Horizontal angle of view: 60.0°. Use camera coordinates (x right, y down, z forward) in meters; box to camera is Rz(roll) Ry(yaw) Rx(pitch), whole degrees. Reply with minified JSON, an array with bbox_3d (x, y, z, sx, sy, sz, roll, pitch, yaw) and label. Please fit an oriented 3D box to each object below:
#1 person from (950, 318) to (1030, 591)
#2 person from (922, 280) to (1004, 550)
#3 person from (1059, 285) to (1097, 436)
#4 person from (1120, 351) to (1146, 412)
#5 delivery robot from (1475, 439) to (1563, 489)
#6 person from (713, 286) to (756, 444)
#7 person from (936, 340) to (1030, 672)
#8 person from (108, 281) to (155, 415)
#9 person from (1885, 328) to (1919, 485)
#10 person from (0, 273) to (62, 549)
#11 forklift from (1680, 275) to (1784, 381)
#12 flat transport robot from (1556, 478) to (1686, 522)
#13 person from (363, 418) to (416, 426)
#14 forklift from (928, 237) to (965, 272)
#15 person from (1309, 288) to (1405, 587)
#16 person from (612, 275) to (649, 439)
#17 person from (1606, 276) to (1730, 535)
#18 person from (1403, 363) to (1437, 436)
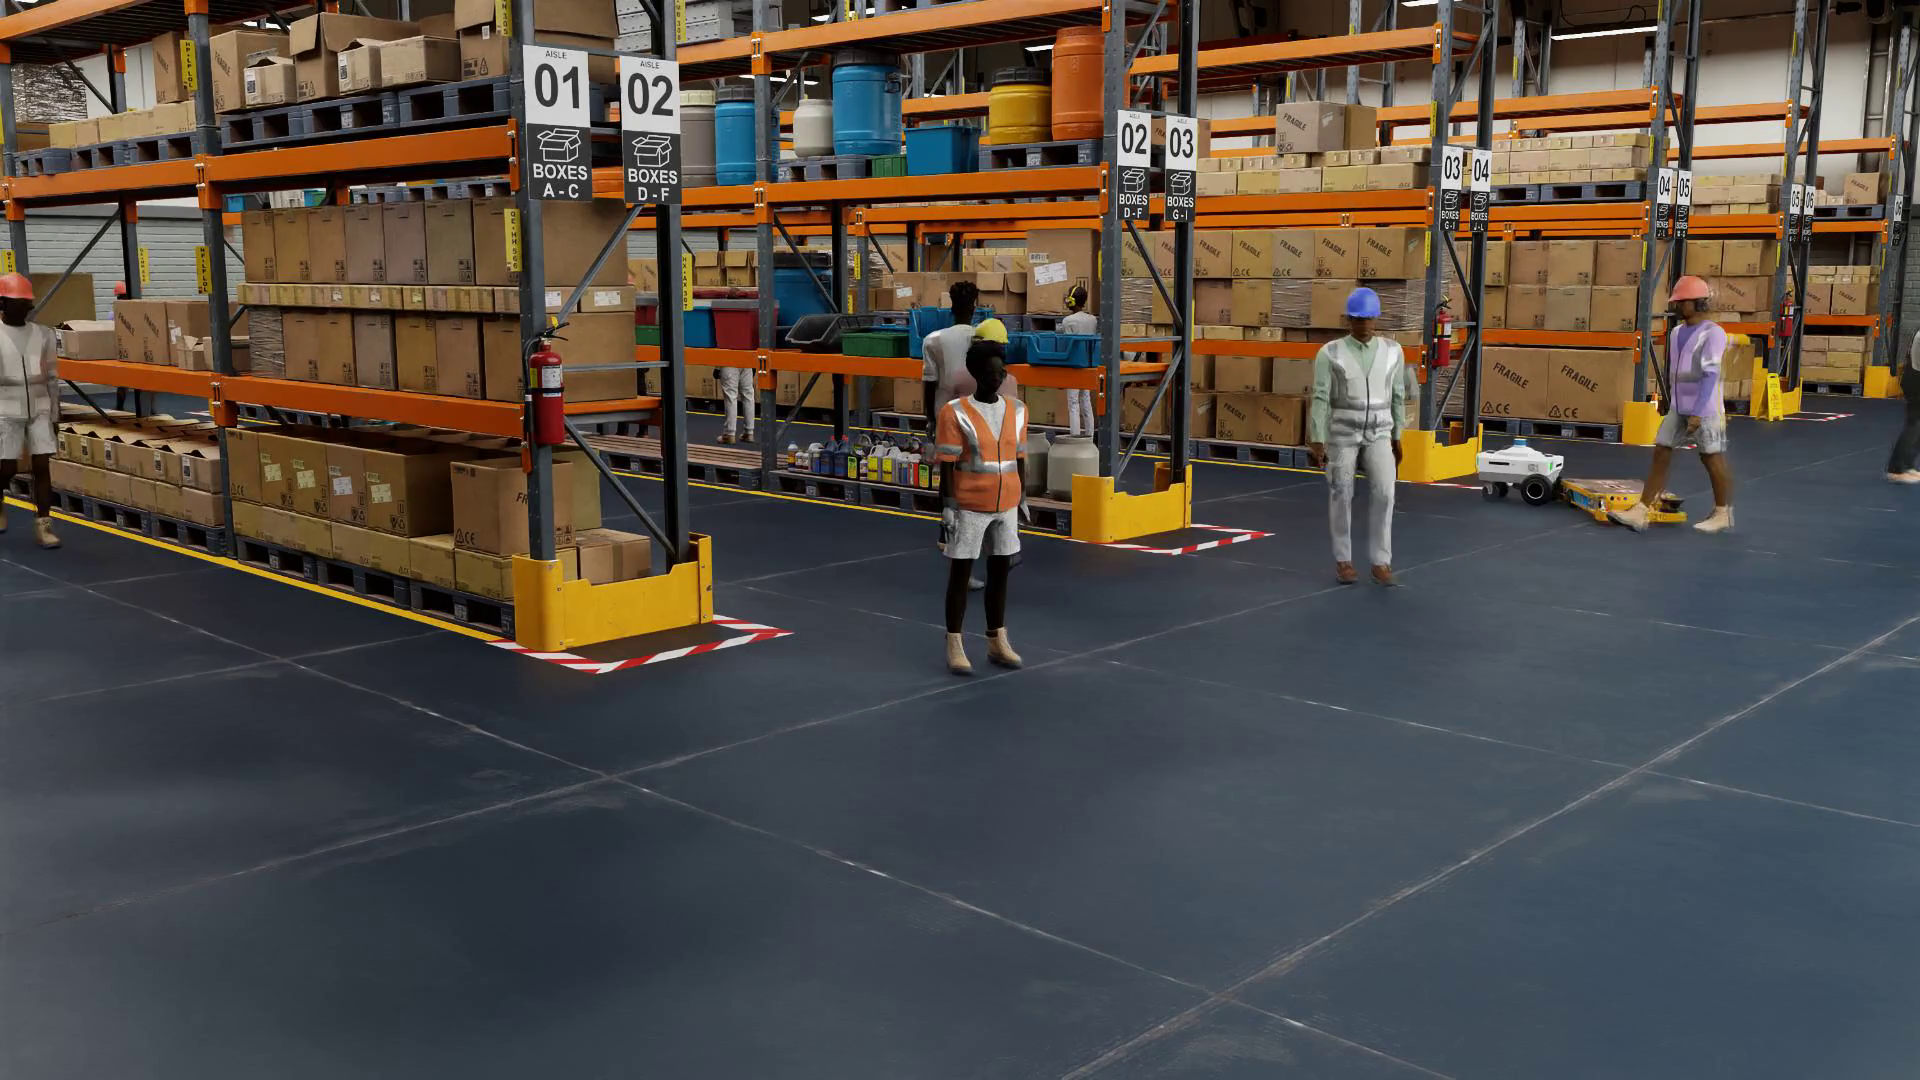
[{"bbox_3d":[0.213,-0.559,10.772,0.552,1.722,0.877,9,13,43],"label":"person"},{"bbox_3d":[0.029,-0.910,12.187,0.606,1.966,0.367,1,9,5],"label":"person"},{"bbox_3d":[1.270,-1.830,18.109,0.511,1.877,0.329,-9,13,-42],"label":"person"},{"bbox_3d":[2.486,-2.623,23.674,0.898,1.649,0.528,9,13,43],"label":"person"},{"bbox_3d":[4.977,-0.661,14.822,0.707,0.478,0.477,6,11,35],"label":"delivery robot"},{"bbox_3d":[-2.665,-2.070,19.681,0.627,1.845,0.429,-9,13,-43],"label":"person"},{"bbox_3d":[0.126,-0.177,8.514,0.540,1.696,0.317,-5,11,-29],"label":"person"},{"bbox_3d":[-10.949,-2.459,21.955,1.006,1.886,0.552,8,12,41],"label":"person"},{"bbox_3d":[9.124,-1.422,15.807,0.505,1.805,0.527,7,12,36],"label":"person"},{"bbox_3d":[-6.994,-0.963,12.337,0.762,2.027,0.620,8,12,39],"label":"person"},{"bbox_3d":[12.480,-3.427,27.053,1.214,2.155,2.313,9,13,43],"label":"forklift"},{"bbox_3d":[5.567,-0.350,14.069,0.652,0.197,1.431,1,9,5],"label":"flat transport robot"},{"bbox_3d":[-4.673,-1.127,14.018,0.594,1.792,0.950,-7,12,-38],"label":"person"},{"bbox_3d":[-0.326,-5.817,39.609,1.129,2.768,1.873,9,13,43],"label":"forklift"},{"bbox_3d":[2.579,-0.643,10.676,0.658,1.920,0.775,0,9,-3],"label":"person"},{"bbox_3d":[-3.979,-2.190,19.953,0.611,1.995,0.377,-7,12,-39],"label":"person"},{"bbox_3d":[5.556,-1.021,12.784,1.040,1.986,0.634,-2,10,-13],"label":"person"},{"bbox_3d":[5.418,-2.167,20.423,0.889,1.796,0.598,5,10,26],"label":"person"}]
